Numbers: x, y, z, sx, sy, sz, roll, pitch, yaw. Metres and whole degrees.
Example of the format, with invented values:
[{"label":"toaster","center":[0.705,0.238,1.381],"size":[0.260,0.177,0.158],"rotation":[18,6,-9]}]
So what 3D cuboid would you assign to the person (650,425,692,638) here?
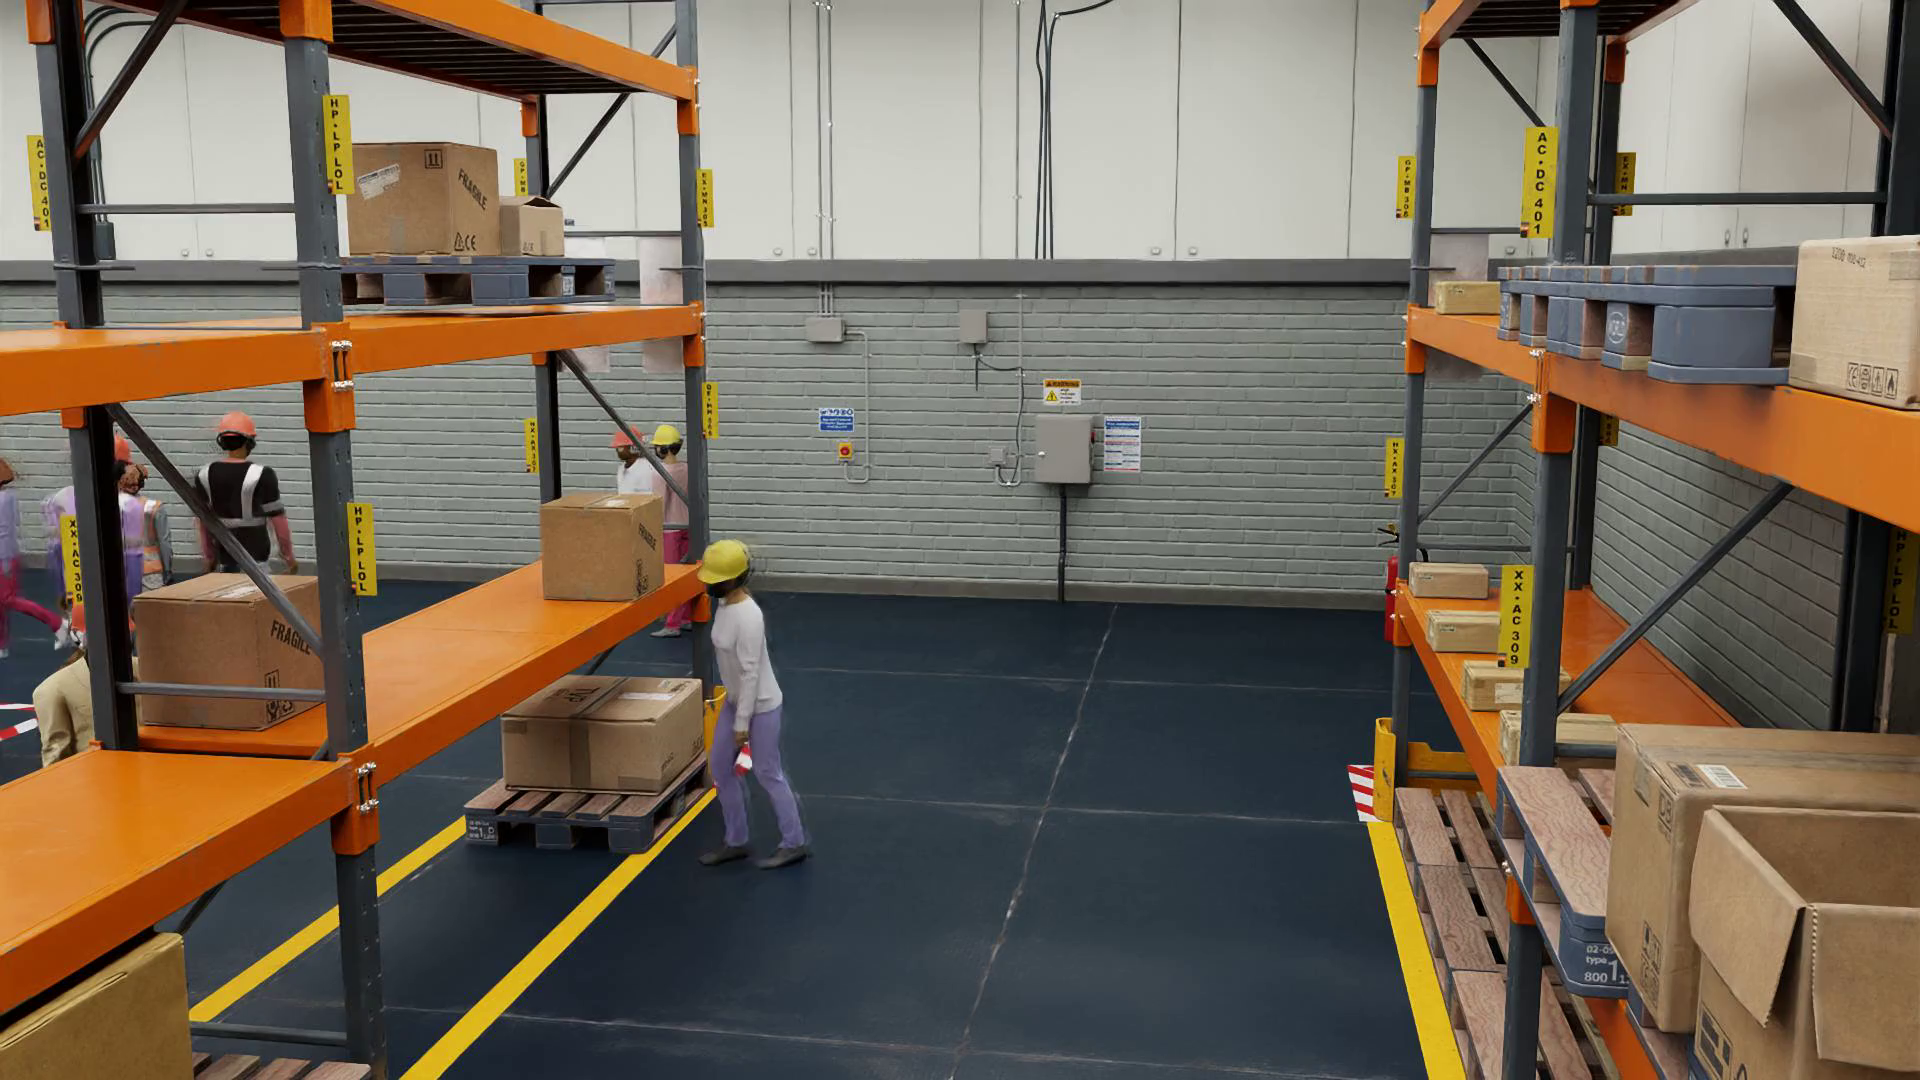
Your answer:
[{"label":"person","center":[-2.397,-0.073,13.785],"size":[0.305,1.771,0.525],"rotation":[3,10,20]}]

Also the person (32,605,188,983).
[{"label":"person","center":[-3.479,1.059,6.849],"size":[0.324,1.752,0.563],"rotation":[4,10,24]}]

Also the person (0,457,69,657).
[{"label":"person","center":[-7.412,0.134,12.997],"size":[0.673,1.614,0.503],"rotation":[-7,11,-35]}]

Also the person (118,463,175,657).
[{"label":"person","center":[-6.036,0.245,12.216],"size":[0.511,1.641,0.308],"rotation":[-1,9,-4]}]

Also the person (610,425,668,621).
[{"label":"person","center":[-2.734,-0.117,14.157],"size":[0.458,1.733,0.580],"rotation":[-7,12,-38]}]

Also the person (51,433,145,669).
[{"label":"person","center":[-5.505,0.337,10.545],"size":[0.669,2.010,0.804],"rotation":[1,9,6]}]

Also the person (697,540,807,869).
[{"label":"person","center":[-1.057,0.834,8.310],"size":[0.648,1.724,0.540],"rotation":[-5,10,-27]}]

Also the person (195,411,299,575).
[{"label":"person","center":[-5.131,0.088,11.994],"size":[0.631,2.030,0.458],"rotation":[2,9,14]}]
